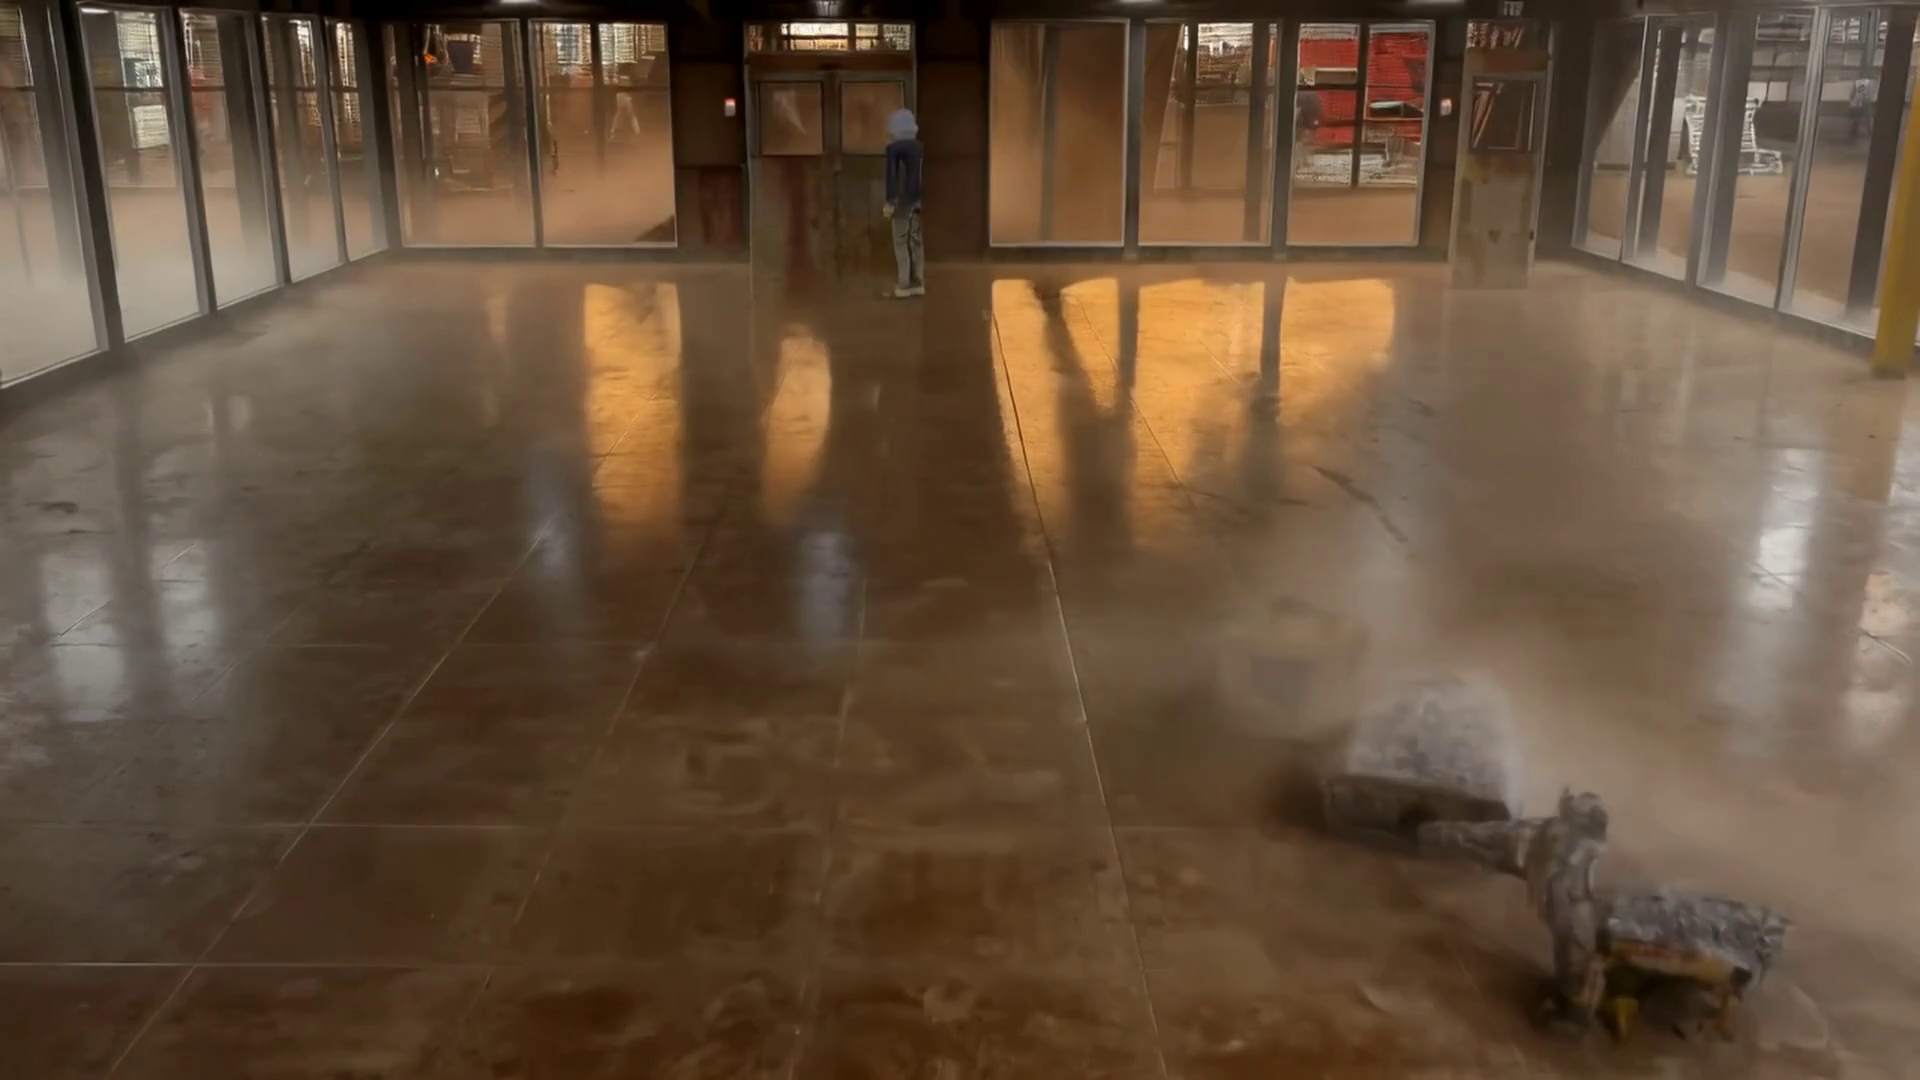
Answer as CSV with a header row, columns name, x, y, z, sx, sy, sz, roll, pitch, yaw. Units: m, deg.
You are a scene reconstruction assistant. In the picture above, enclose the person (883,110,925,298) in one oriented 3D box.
name,x,y,z,sx,sy,sz,roll,pitch,yaw
person,-0.487,-2.946,14.624,0.281,1.624,0.494,10,19,31
